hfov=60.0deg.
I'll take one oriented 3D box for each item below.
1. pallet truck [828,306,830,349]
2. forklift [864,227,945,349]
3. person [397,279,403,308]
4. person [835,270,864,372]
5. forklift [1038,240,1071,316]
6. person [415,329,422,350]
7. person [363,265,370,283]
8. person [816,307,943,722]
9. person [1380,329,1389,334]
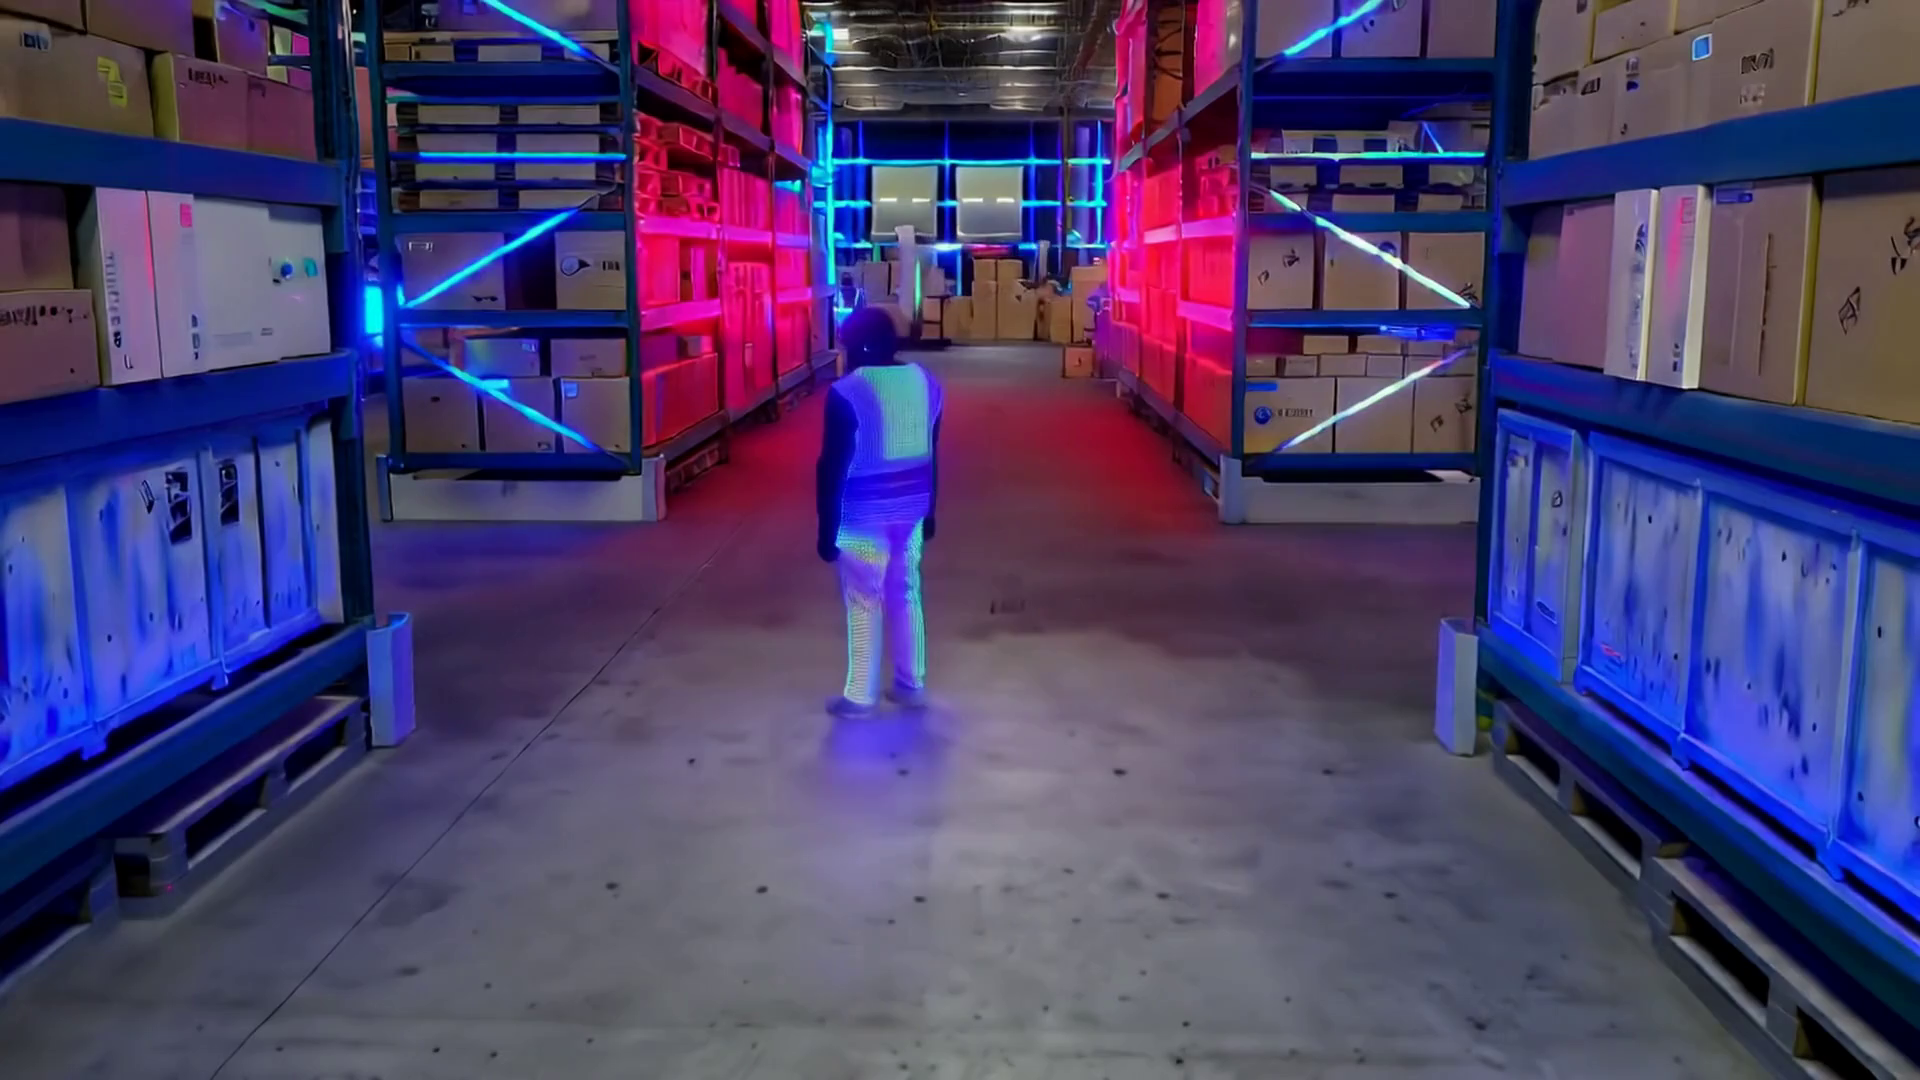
[{"bbox_3d":[-3.100,-3.940,29.800,1.885,1.965,0.823,3,10,19],"label":"pallet truck"},{"bbox_3d":[-1.264,-5.800,38.305,1.873,2.768,1.129,0,9,1],"label":"forklift"},{"bbox_3d":[-12.914,-5.144,38.078,0.314,1.641,0.515,3,10,15],"label":"person"},{"bbox_3d":[-2.020,-3.966,30.312,0.544,1.883,1.015,-4,10,-25],"label":"person"},{"bbox_3d":[3.045,-9.439,60.101,1.873,2.768,1.129,1,10,8],"label":"forklift"},{"bbox_3d":[-10.972,-4.610,34.061,0.490,1.915,0.639,5,11,27],"label":"person"},{"bbox_3d":[-21.007,-8.752,58.817,0.439,1.929,0.639,2,10,10],"label":"person"},{"bbox_3d":[-0.364,-0.101,7.333,0.647,1.837,0.429,-8,13,-41],"label":"person"},{"bbox_3d":[7.228,-3.634,28.869,0.319,1.698,0.532,-9,13,-43],"label":"person"}]
